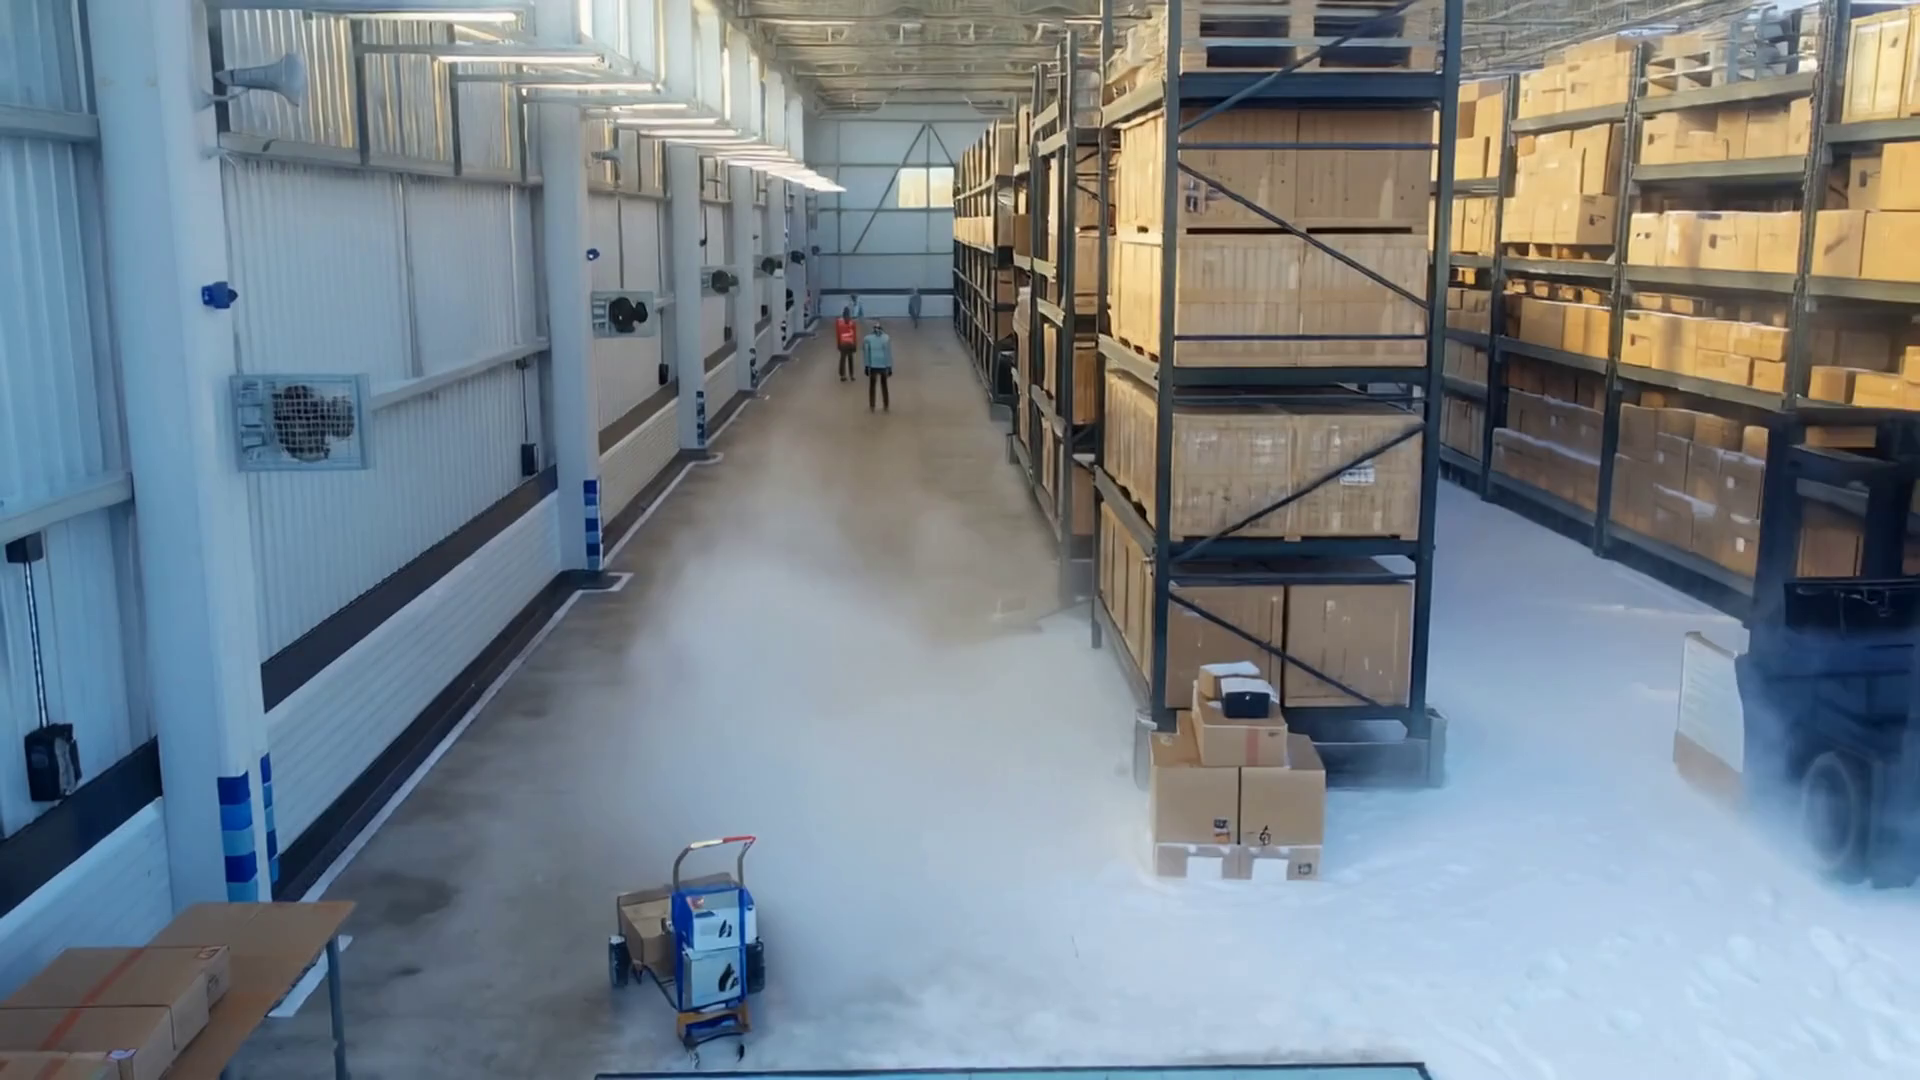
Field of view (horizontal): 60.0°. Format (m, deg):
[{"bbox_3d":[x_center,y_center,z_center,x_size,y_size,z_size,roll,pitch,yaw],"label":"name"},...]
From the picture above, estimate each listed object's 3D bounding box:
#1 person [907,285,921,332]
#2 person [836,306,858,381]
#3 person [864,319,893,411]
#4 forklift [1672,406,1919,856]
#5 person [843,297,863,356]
[{"bbox_3d":[-1.724,-8.431,60.757,0.504,1.709,0.849,7,13,33],"label":"person"},{"bbox_3d":[-2.896,-5.015,42.478,0.586,1.913,0.397,-7,13,-31],"label":"person"},{"bbox_3d":[-1.748,-3.742,35.656,0.614,1.988,0.405,-1,11,-8],"label":"person"},{"bbox_3d":[5.852,0.490,11.298,1.129,2.768,1.873,0,11,-2],"label":"forklift"},{"bbox_3d":[-3.241,-6.428,50.126,0.585,1.790,0.963,-2,11,-8],"label":"person"}]
